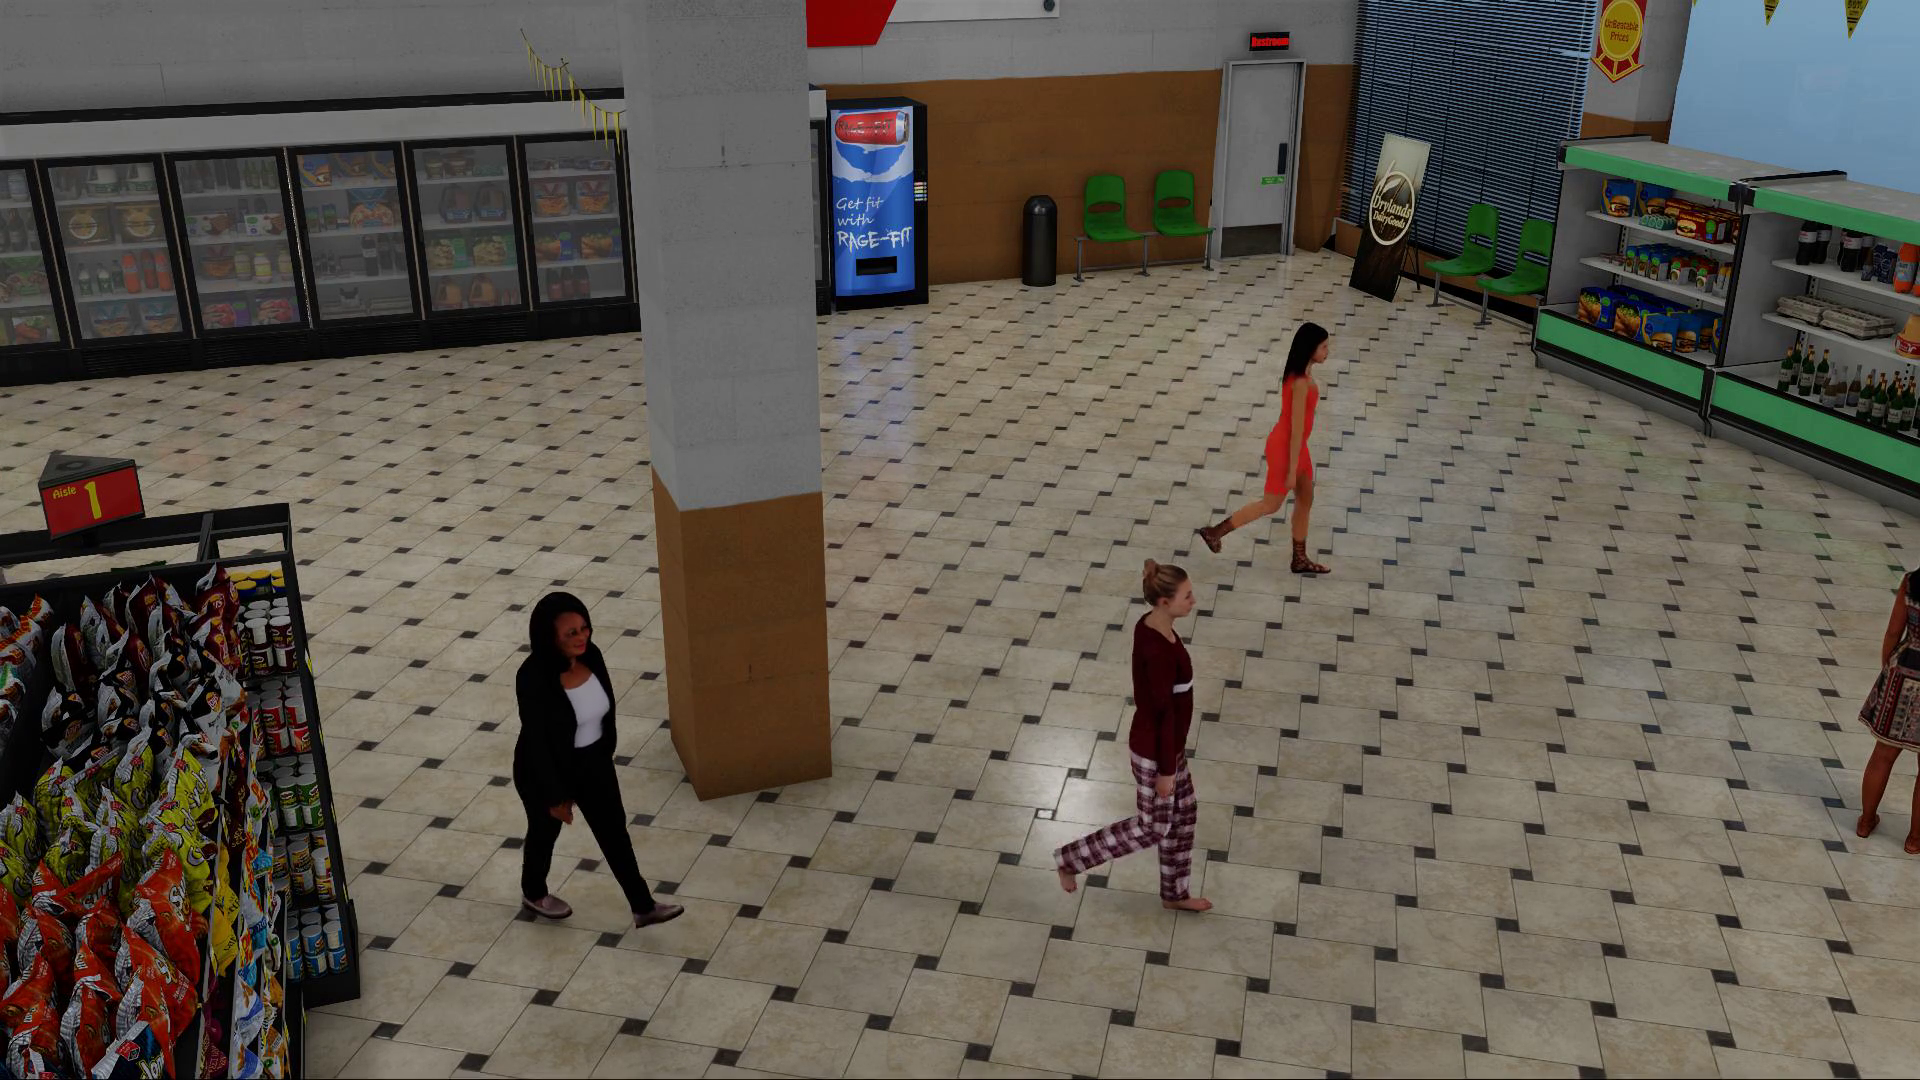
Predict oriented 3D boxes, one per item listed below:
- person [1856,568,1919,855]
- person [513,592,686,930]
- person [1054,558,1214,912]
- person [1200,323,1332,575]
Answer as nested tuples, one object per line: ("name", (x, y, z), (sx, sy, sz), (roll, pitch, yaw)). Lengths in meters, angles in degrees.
("person", (4.477, 0.673, 7.708), (0.629, 1.645, 0.783), (20, 29, 41))
("person", (-1.754, 0.961, 7.088), (1.129, 1.573, 1.051), (10, 24, 24))
("person", (0.771, 0.877, 7.156), (0.924, 1.679, 0.985), (2, 22, 5))
("person", (2.008, -0.551, 10.711), (1.018, 1.679, 1.115), (3, 22, 8))
